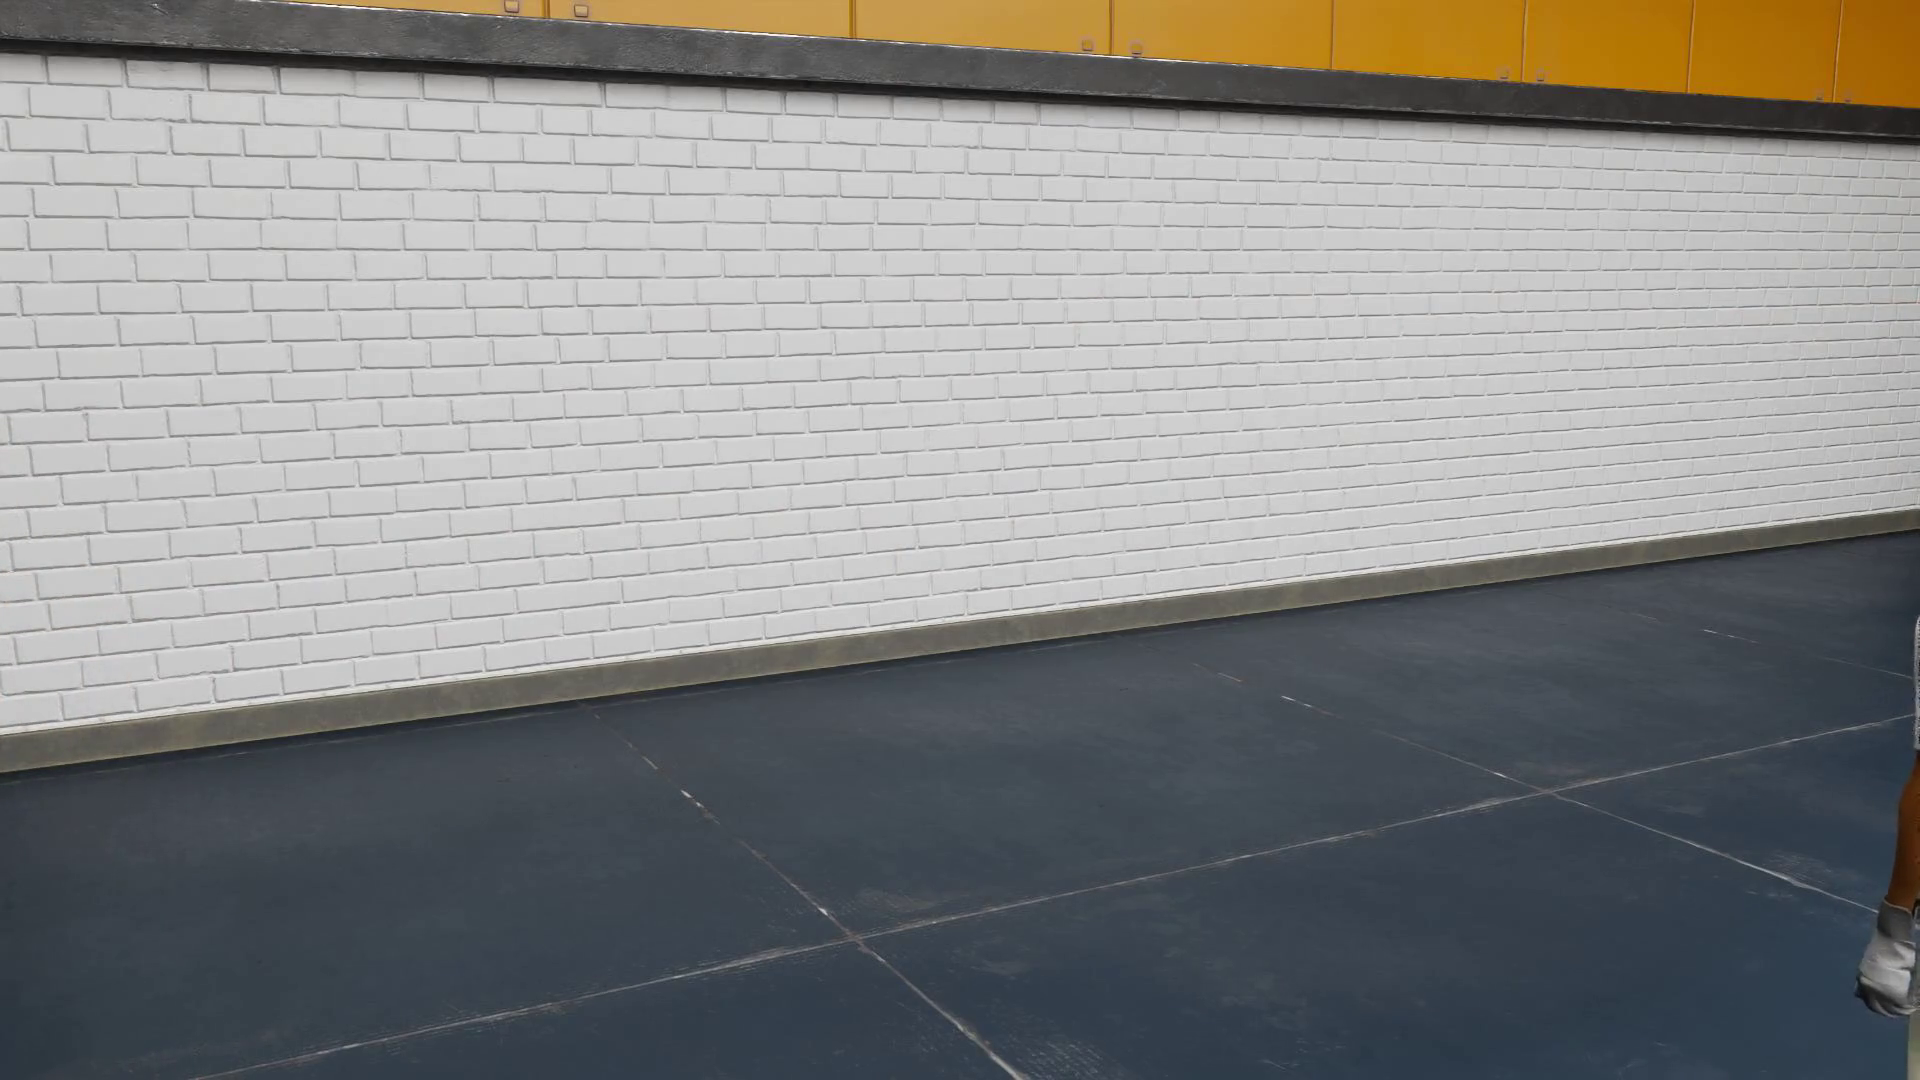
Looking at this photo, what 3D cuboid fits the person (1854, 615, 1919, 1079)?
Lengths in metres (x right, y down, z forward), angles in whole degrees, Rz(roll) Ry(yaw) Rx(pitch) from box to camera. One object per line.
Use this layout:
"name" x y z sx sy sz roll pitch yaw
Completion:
"person" 1.883 0.693 3.015 0.525 1.854 0.331 -2 10 -13
